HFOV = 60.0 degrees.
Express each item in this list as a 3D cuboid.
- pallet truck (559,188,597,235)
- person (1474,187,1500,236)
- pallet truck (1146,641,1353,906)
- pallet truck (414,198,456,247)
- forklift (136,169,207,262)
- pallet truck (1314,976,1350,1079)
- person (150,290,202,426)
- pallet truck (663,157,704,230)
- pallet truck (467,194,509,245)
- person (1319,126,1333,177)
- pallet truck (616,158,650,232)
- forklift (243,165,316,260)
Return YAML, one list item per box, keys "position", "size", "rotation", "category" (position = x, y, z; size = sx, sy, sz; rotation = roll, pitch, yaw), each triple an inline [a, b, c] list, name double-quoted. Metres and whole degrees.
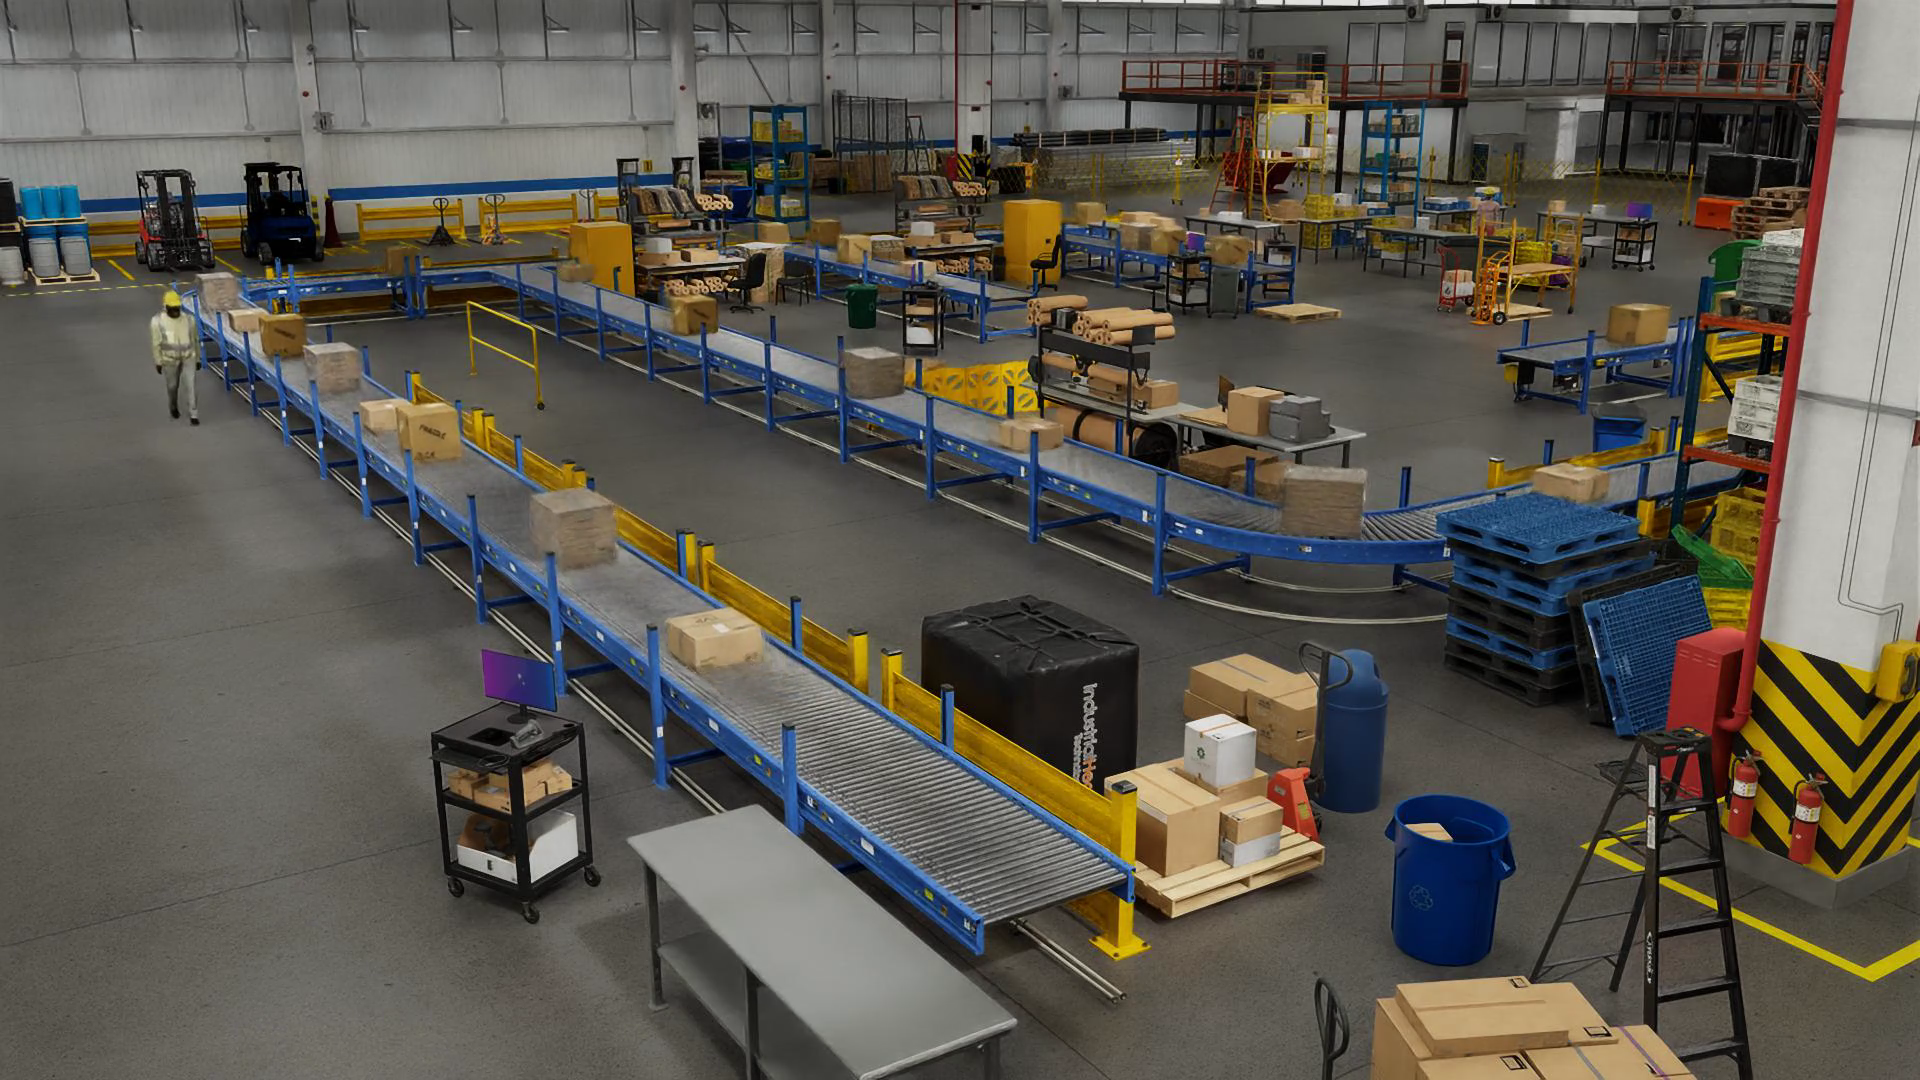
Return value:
- position: [-10.010, -8.652, 43.699]
  size: [0.653, 1.274, 1.630]
  rotation: [-10, 20, -31]
  category: "pallet truck"
- position: [11.996, -7.144, 37.918]
  size: [0.558, 1.756, 0.374]
  rotation: [11, 20, 33]
  category: "person"
- position: [1.664, 1.407, 10.232]
  size: [1.630, 1.274, 0.653]
  rotation: [-10, 20, -31]
  category: "pallet truck"
- position: [-13.250, -8.060, 41.856]
  size: [0.680, 1.201, 1.601]
  rotation: [-10, 20, -31]
  category: "pallet truck"
- position: [-17.842, -7.318, 37.559]
  size: [1.157, 1.987, 2.680]
  rotation: [-10, 20, -31]
  category: "forklift"
- position: [2.299, 2.390, 7.086]
  size: [1.601, 1.201, 0.680]
  rotation: [-2, 17, -7]
  category: "pallet truck"
- position: [-10.425, -2.441, 22.163]
  size: [0.607, 1.812, 0.651]
  rotation: [-11, 20, -32]
  category: "person"
- position: [-7.586, -9.308, 44.692]
  size: [0.823, 1.965, 1.885]
  rotation: [-11, 20, -33]
  category: "pallet truck"
- position: [-11.983, -8.177, 42.137]
  size: [0.704, 1.261, 1.522]
  rotation: [-11, 20, -33]
  category: "pallet truck"
- position: [13.731, -14.591, 62.490]
  size: [0.599, 1.866, 0.418]
  rotation: [-13, 21, -36]
  category: "person"
- position: [-8.918, -9.176, 44.255]
  size: [0.823, 1.965, 1.885]
  rotation: [-9, 19, -27]
  category: "pallet truck"
- position: [-15.898, -7.669, 38.708]
  size: [1.157, 1.987, 2.680]
  rotation: [-11, 20, -33]
  category: "forklift"
